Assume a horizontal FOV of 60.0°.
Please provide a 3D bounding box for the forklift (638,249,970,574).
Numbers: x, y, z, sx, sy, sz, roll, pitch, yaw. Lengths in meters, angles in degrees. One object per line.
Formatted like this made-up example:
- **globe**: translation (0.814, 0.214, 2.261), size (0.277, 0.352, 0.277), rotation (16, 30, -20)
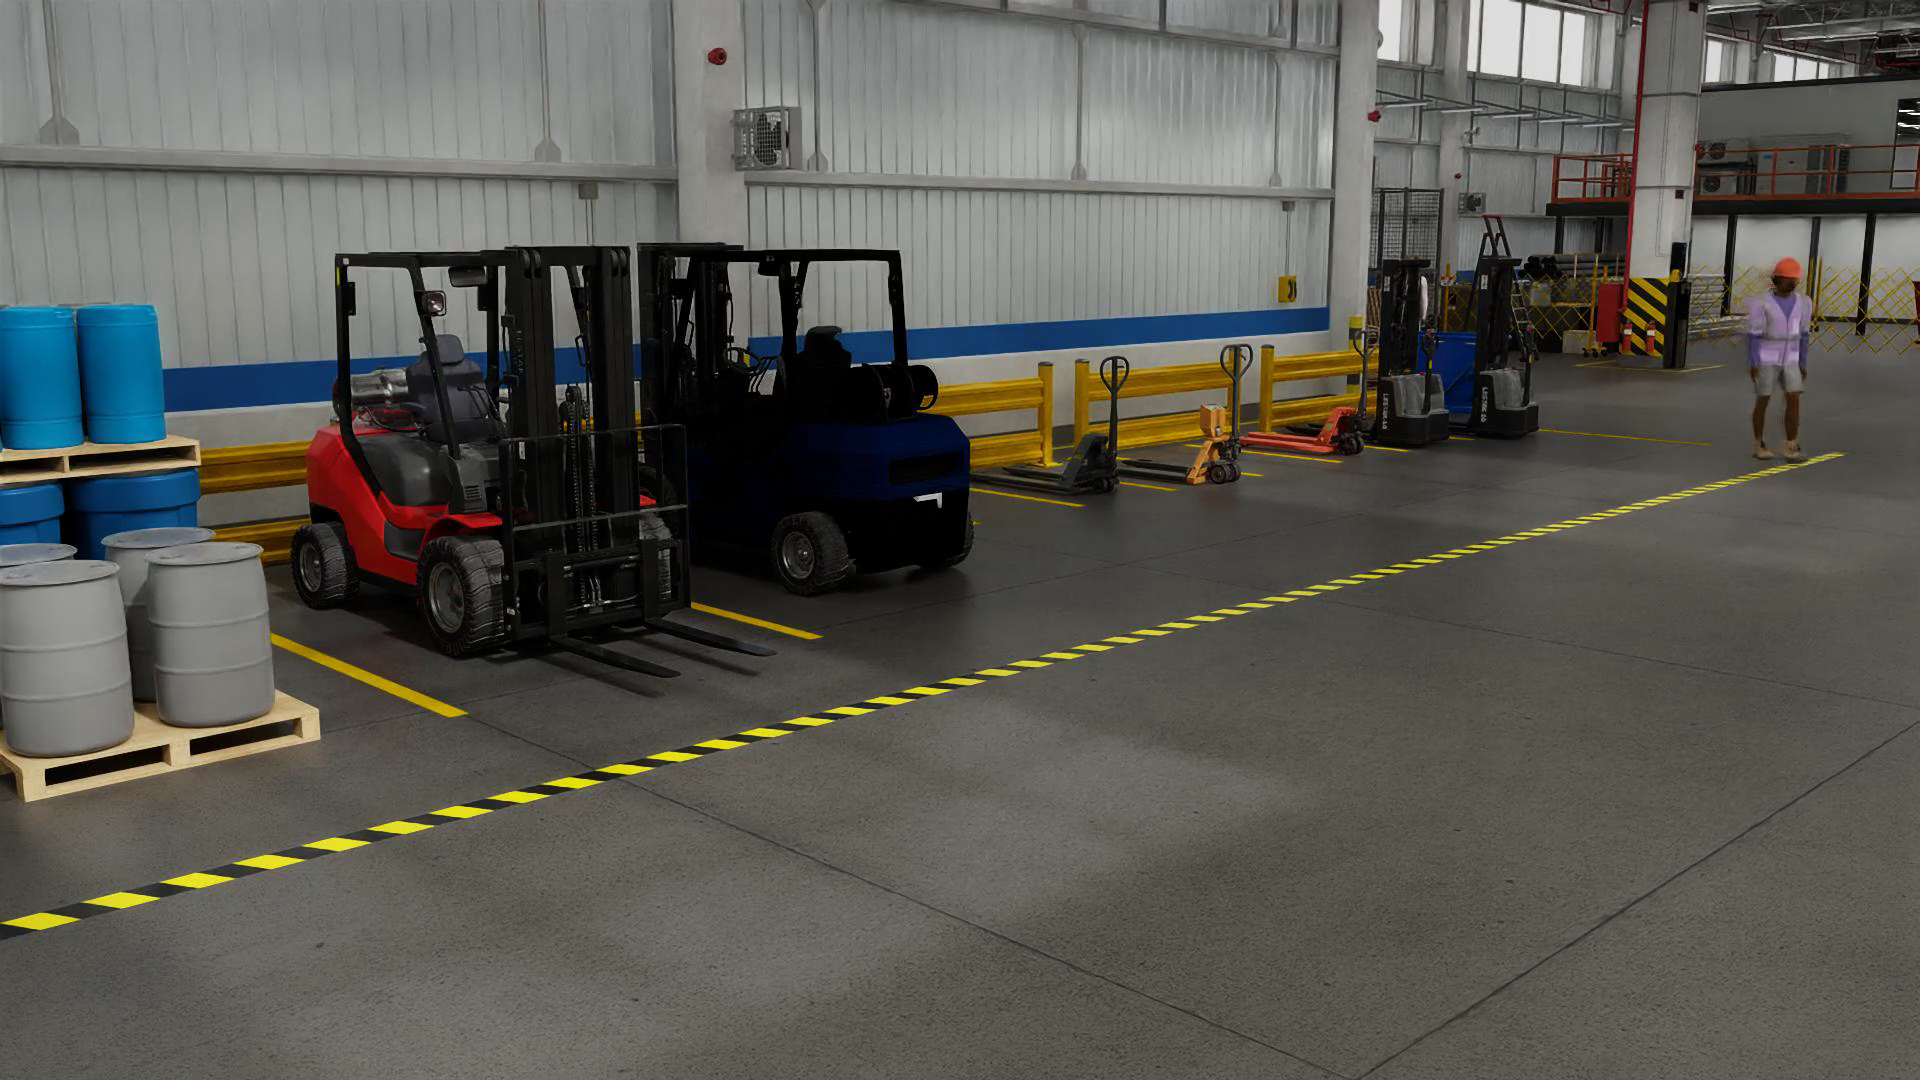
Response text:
- **forklift**: translation (-1.173, -0.958, 11.239), size (2.680, 1.987, 1.157), rotation (10, 14, 43)

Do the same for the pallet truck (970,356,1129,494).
- **pallet truck**: translation (0.784, -1.085, 14.876), size (0.680, 1.201, 1.601), rotation (-10, 14, -44)

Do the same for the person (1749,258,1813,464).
- **person**: translation (8.079, -1.739, 16.296), size (0.644, 2.009, 0.908), rotation (0, 10, 1)

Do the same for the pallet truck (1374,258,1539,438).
- **pallet truck**: translation (5.704, -2.208, 18.901), size (1.885, 1.965, 0.823), rotation (10, 14, 43)

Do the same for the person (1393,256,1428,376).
- **person**: translation (7.138, -3.575, 26.601), size (0.639, 1.910, 0.407), rotation (3, 11, 17)

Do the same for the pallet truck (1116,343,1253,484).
- **pallet truck**: translation (1.962, -1.215, 15.415), size (1.522, 1.261, 0.704), rotation (10, 14, 43)

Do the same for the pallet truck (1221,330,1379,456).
- **pallet truck**: translation (3.563, -1.581, 17.381), size (0.653, 1.274, 1.630), rotation (-10, 14, -44)

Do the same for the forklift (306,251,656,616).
- **forklift**: translation (-2.833, -0.669, 9.694), size (1.157, 1.987, 2.680), rotation (-10, 14, -44)

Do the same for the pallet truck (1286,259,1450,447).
- **pallet truck**: translation (4.493, -2.078, 18.196), size (0.823, 1.965, 1.885), rotation (-9, 14, -40)
